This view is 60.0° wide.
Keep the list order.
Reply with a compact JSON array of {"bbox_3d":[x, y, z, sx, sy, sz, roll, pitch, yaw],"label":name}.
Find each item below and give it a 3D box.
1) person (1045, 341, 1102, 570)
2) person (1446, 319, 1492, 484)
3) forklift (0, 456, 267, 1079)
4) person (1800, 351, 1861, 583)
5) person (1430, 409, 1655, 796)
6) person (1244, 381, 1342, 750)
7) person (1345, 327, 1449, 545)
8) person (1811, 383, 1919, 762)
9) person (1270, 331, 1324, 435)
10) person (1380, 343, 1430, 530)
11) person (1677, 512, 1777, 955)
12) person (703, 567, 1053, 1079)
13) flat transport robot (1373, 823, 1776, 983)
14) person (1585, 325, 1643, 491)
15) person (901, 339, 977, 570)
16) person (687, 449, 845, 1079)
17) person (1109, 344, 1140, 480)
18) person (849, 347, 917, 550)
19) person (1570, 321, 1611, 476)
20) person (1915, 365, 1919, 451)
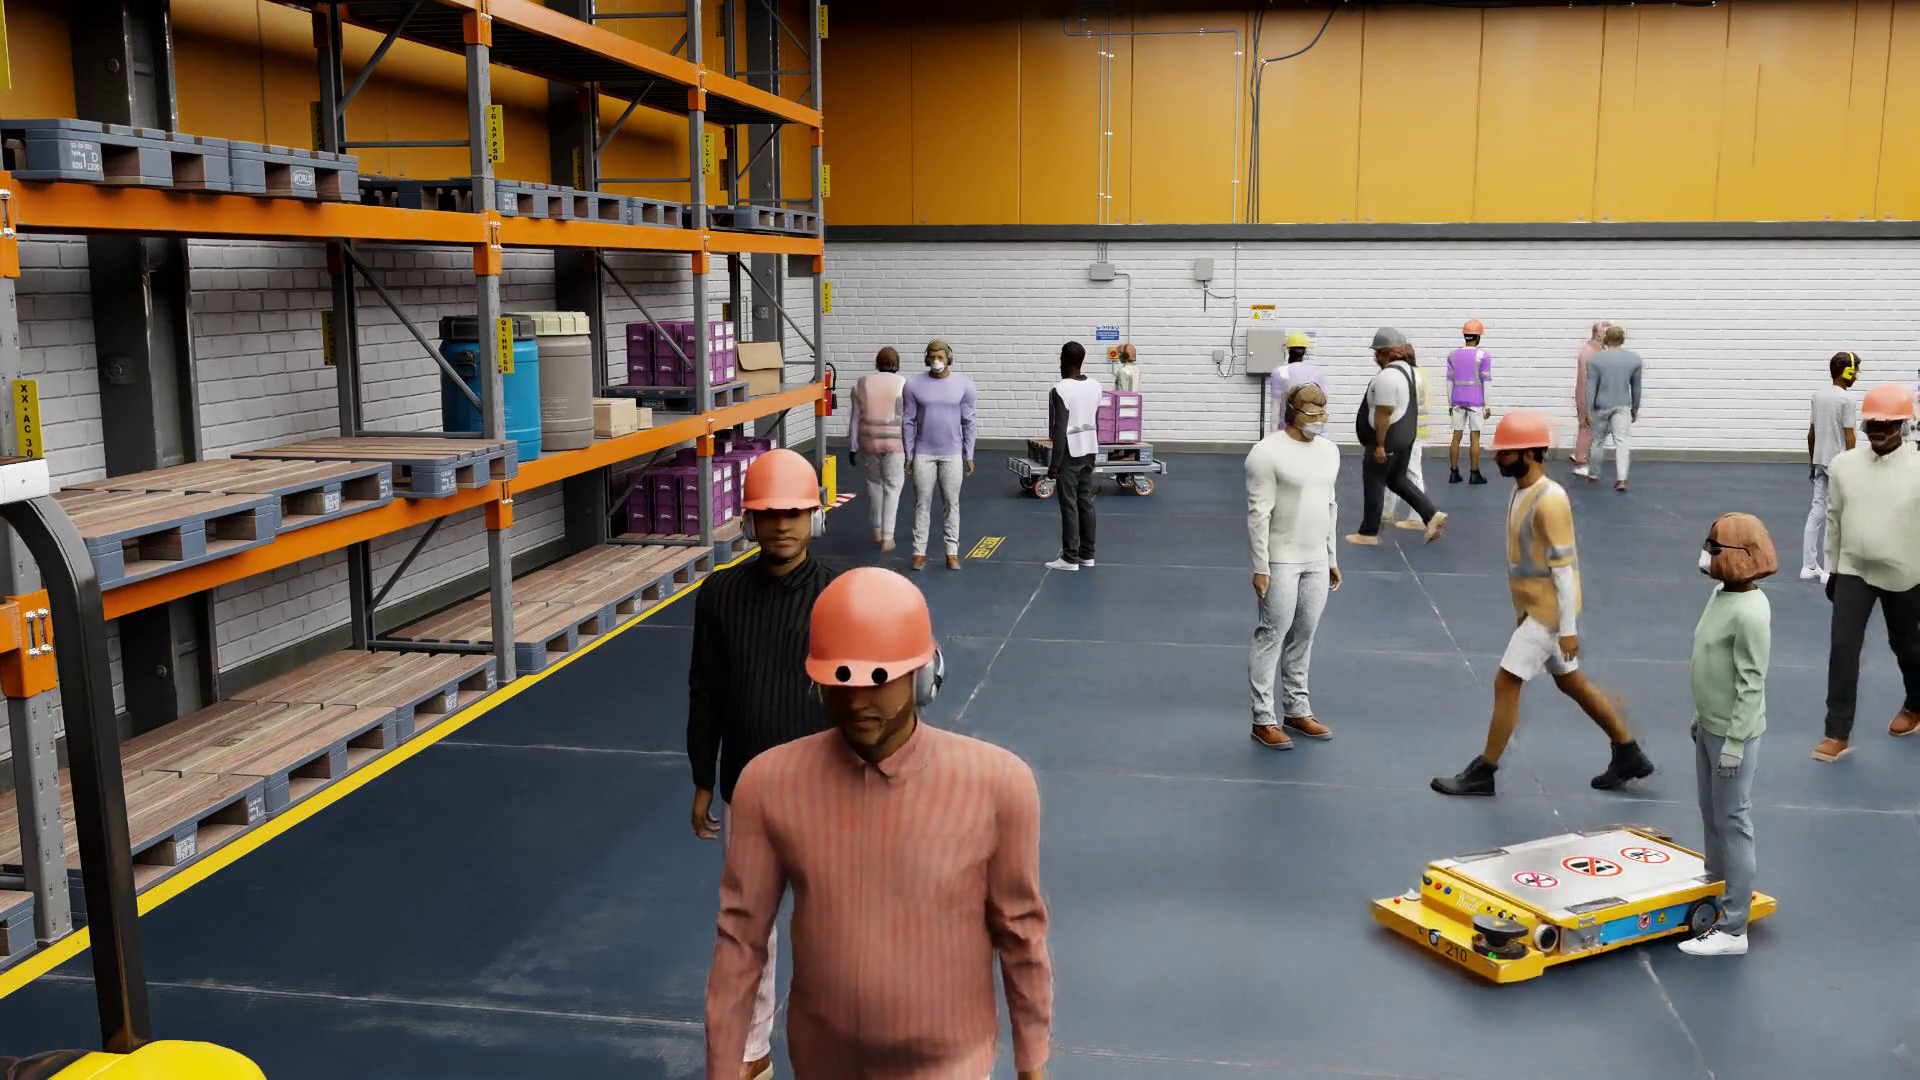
[{"bbox_3d":[0.962,-0.703,13.958,0.377,1.917,0.599,8,12,39],"label":"person"},{"bbox_3d":[5.991,-1.621,19.561,0.545,1.938,0.358,8,12,40],"label":"person"},{"bbox_3d":[-2.328,0.975,2.765,2.313,2.155,1.214,1,9,9],"label":"forklift"},{"bbox_3d":[7.034,-0.581,13.381,0.329,1.865,0.516,-2,9,-11],"label":"person"},{"bbox_3d":[2.844,0.309,7.898,1.048,1.879,0.558,1,9,7],"label":"person"},{"bbox_3d":[1.775,0.125,8.807,0.627,1.934,0.372,-6,11,-35],"label":"person"},{"bbox_3d":[3.980,-0.946,15.080,0.811,2.000,0.693,7,11,36],"label":"person"},{"bbox_3d":[4.846,0.146,8.665,1.010,1.954,0.626,-8,12,-39],"label":"person"},{"bbox_3d":[3.321,-1.148,16.777,0.608,1.891,0.828,-2,10,-15],"label":"person"},{"bbox_3d":[4.226,-1.005,16.162,0.742,1.807,0.628,3,10,19],"label":"person"},{"bbox_3d":[2.807,0.707,6.132,0.282,1.636,0.500,1,9,9],"label":"person"},{"bbox_3d":[-0.182,1.032,3.127,0.662,1.951,0.944,2,9,11],"label":"person"},{"bbox_3d":[2.355,1.352,6.349,1.431,0.197,0.652,-5,10,-26],"label":"flat transport robot"},{"bbox_3d":[7.496,-1.516,19.098,0.653,1.890,1.033,1,9,6],"label":"person"},{"bbox_3d":[-0.177,-0.711,13.945,0.629,1.940,0.379,0,9,1],"label":"person"},{"bbox_3d":[-0.517,0.723,4.917,0.622,1.996,0.369,3,10,16],"label":"person"},{"bbox_3d":[1.995,-1.532,19.945,0.332,1.638,0.536,5,10,26],"label":"person"},{"bbox_3d":[-0.644,-0.844,15.141,0.662,1.810,0.821,2,9,9],"label":"person"},{"bbox_3d":[7.741,-1.719,20.298,0.411,1.891,0.648,8,12,41],"label":"person"},{"bbox_3d":[10.663,-1.354,18.095,1.002,1.879,0.566,-8,12,-40],"label":"person"}]
